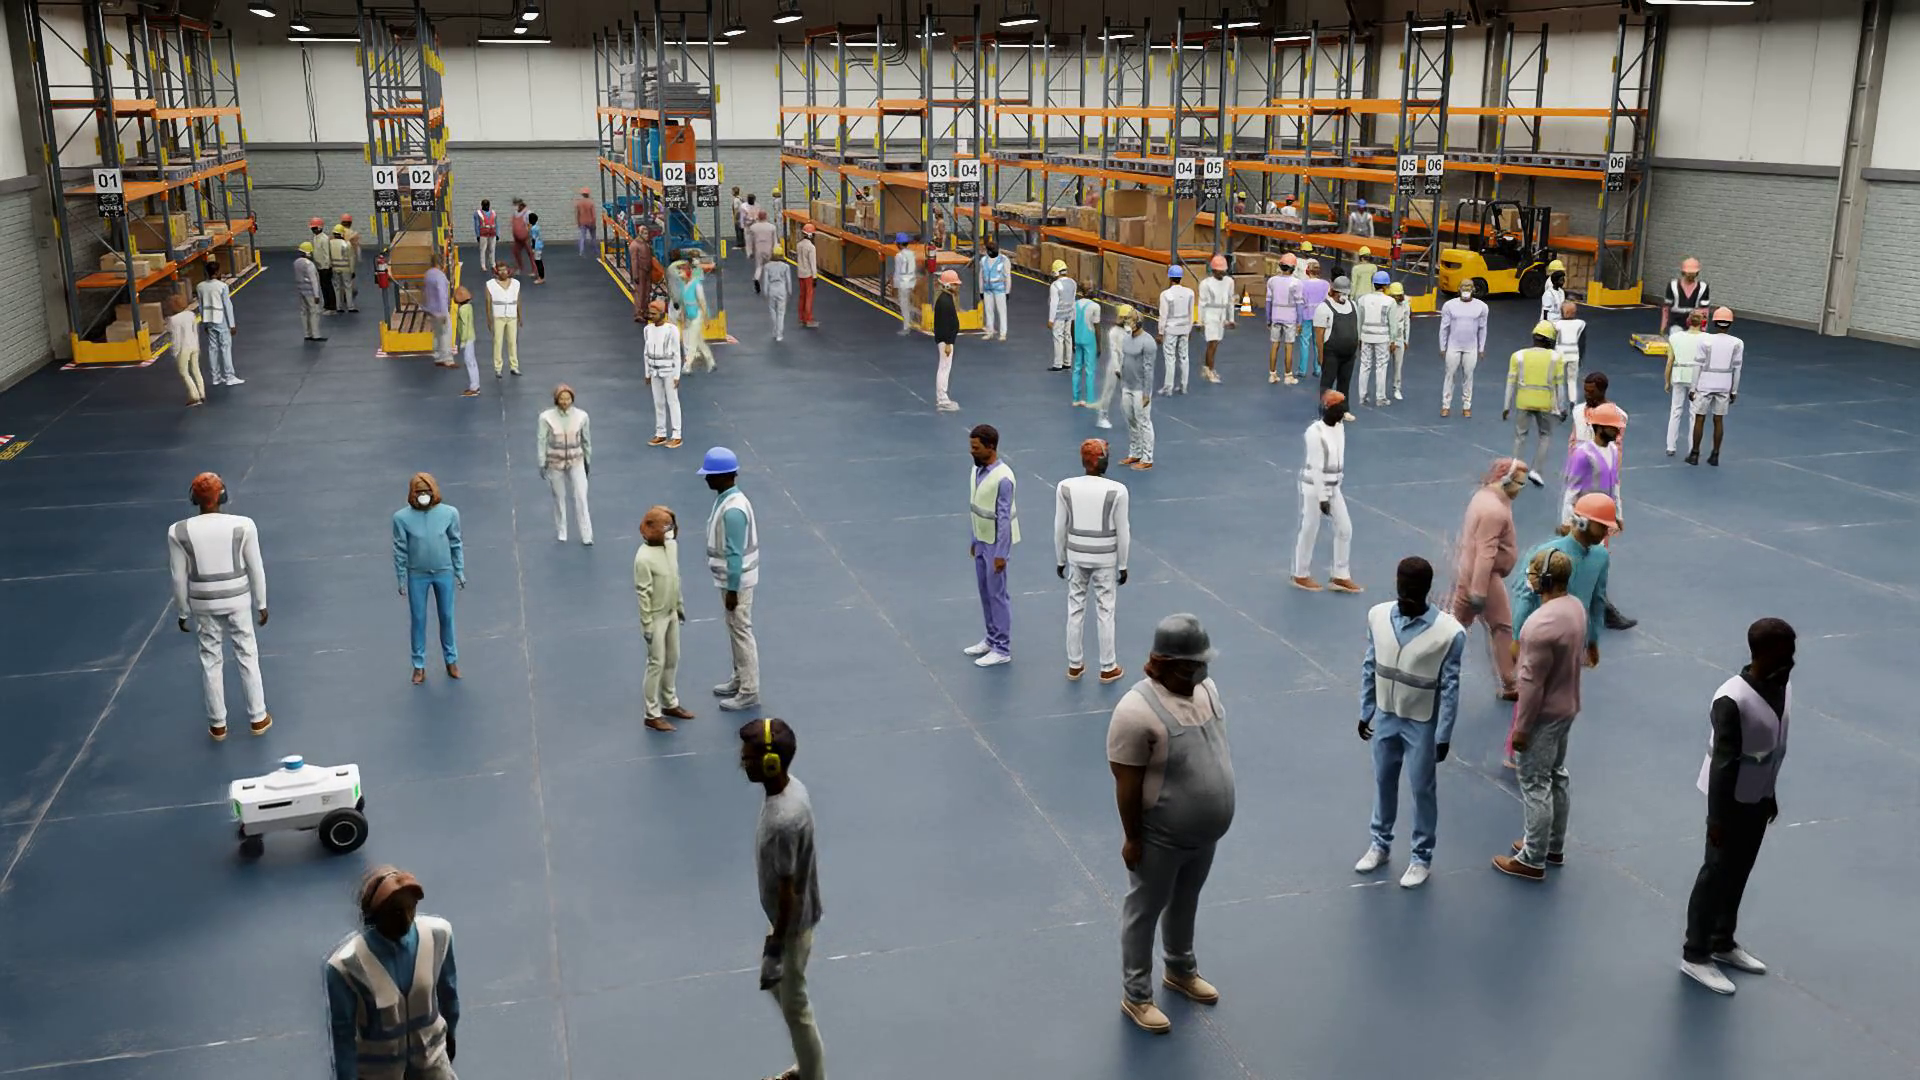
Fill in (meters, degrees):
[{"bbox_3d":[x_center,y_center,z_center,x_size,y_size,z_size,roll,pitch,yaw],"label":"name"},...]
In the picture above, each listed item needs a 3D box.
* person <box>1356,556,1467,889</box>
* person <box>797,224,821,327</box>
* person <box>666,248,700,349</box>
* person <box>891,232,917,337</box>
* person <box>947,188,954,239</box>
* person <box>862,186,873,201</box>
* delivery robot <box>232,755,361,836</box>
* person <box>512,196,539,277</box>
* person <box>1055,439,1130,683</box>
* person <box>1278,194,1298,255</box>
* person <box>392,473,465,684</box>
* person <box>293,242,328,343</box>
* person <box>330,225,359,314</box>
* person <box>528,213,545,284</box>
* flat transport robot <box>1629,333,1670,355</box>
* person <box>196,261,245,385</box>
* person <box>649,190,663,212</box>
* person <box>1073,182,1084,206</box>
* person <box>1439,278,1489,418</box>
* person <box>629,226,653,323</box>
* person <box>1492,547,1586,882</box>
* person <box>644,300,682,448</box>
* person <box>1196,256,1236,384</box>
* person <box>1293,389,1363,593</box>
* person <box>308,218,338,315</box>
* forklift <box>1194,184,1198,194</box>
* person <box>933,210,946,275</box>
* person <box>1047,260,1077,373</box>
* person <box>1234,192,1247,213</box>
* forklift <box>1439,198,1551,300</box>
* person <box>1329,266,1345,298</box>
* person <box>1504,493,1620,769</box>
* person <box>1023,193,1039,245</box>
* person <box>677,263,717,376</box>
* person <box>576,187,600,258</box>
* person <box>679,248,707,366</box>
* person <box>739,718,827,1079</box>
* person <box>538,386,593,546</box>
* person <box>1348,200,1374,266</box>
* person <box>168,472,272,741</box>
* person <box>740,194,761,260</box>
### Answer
[{"bbox_3d":[2.541,1.005,9.405,0.591,1.912,0.390,14,20,43],"label":"person"},{"bbox_3d":[-2.955,-5.162,32.472,0.406,1.988,0.620,-11,18,-35],"label":"person"},{"bbox_3d":[-4.998,-4.289,29.591,1.035,1.769,0.634,9,17,30],"label":"person"},{"bbox_3d":[-1.067,-4.770,31.079,0.463,1.929,0.621,7,16,24],"label":"person"},{"bbox_3d":[-0.251,-10.317,52.559,0.284,1.625,0.491,7,16,24],"label":"person"},{"bbox_3d":[-2.710,-9.535,49.178,0.510,1.859,0.332,10,18,34],"label":"person"},{"bbox_3d":[-3.938,1.521,9.880,0.707,0.478,0.477,-6,16,-22],"label":"delivery robot"},{"bbox_3d":[-10.879,-7.583,41.471,0.705,2.000,0.539,9,17,30],"label":"person"},{"bbox_3d":[1.005,0.159,12.640,0.575,1.883,0.362,6,16,21],"label":"person"},{"bbox_3d":[8.701,-8.194,44.071,0.549,1.881,0.760,-5,16,-19],"label":"person"},{"bbox_3d":[-4.030,0.280,12.664,0.506,1.632,0.268,-6,16,-23],"label":"person"},{"bbox_3d":[-11.867,-4.514,30.347,0.593,1.823,0.403,11,18,35],"label":"person"},{"bbox_3d":[-12.764,-5.584,34.347,0.593,1.832,0.403,3,15,10],"label":"person"},{"bbox_3d":[-10.184,-7.003,39.969,0.321,1.689,0.532,-1,15,-5],"label":"person"},{"bbox_3d":[12.320,-3.468,29.377,0.652,0.197,1.431,3,15,10],"label":"flat transport robot"},{"bbox_3d":[-11.527,-3.364,25.830,0.587,1.920,0.392,5,16,17],"label":"person"},{"bbox_3d":[-8.398,-8.751,46.117,0.605,1.911,0.398,13,20,41],"label":"person"},{"bbox_3d":[3.728,-10.211,51.745,0.429,1.844,0.627,1,15,2],"label":"person"},{"bbox_3d":[7.002,-2.675,23.196,0.635,1.938,0.359,3,15,13],"label":"person"},{"bbox_3d":[-6.310,-5.289,33.124,0.401,1.899,0.647,5,16,18],"label":"person"},{"bbox_3d":[3.321,0.987,9.447,0.371,1.932,0.623,11,18,36],"label":"person"},{"bbox_3d":[-3.795,-2.119,21.230,0.576,1.879,0.347,9,17,29],"label":"person"},{"bbox_3d":[3.972,-3.466,26.096,0.627,2.004,0.741,-9,17,-29],"label":"person"},{"bbox_3d":[3.329,-0.413,14.847,0.574,1.855,0.779,-14,20,-42],"label":"person"},{"bbox_3d":[-13.127,-5.630,34.233,0.407,1.985,0.618,-12,19,-38],"label":"person"},{"bbox_3d":[7.392,-11.333,53.972,1.873,2.768,1.129,-4,15,-15],"label":"forklift"},{"bbox_3d":[-0.515,-7.524,42.041,0.315,1.629,0.509,-5,16,-17],"label":"person"},{"bbox_3d":[1.628,-3.628,27.008,0.403,1.822,0.589,13,20,40],"label":"person"},{"bbox_3d":[8.025,-9.083,47.665,0.350,1.758,0.522,-6,16,-20],"label":"person"},{"bbox_3d":[11.913,-6.508,37.130,2.313,2.155,1.214,-4,15,-15],"label":"forklift"},{"bbox_3d":[6.141,-3.622,27.227,0.315,1.696,0.541,8,17,28],"label":"person"},{"bbox_3d":[3.888,0.638,10.730,0.617,1.942,0.683,-10,18,-33],"label":"person"},{"bbox_3d":[1.983,-8.921,46.969,0.606,1.805,0.737,-4,15,-15],"label":"person"},{"bbox_3d":[-4.268,-3.551,26.787,0.835,1.792,0.653,-10,18,-34],"label":"person"},{"bbox_3d":[-10.448,-8.868,46.498,0.634,1.948,1.031,3,15,13],"label":"person"},{"bbox_3d":[-4.452,-3.903,27.826,0.376,1.937,0.629,5,16,20],"label":"person"},{"bbox_3d":[-0.741,1.644,7.117,0.341,1.859,0.554,-3,15,-11],"label":"person"},{"bbox_3d":[-3.902,-0.716,16.482,0.535,1.602,0.830,-5,16,-18],"label":"person"},{"bbox_3d":[10.006,-7.520,41.513,0.615,1.894,0.997,0,15,-1],"label":"person"},{"bbox_3d":[-5.106,0.459,11.508,0.585,1.882,0.337,-6,16,-21],"label":"person"},{"bbox_3d":[-5.712,-8.589,45.696,0.644,1.808,0.821,-6,16,-22],"label":"person"}]
